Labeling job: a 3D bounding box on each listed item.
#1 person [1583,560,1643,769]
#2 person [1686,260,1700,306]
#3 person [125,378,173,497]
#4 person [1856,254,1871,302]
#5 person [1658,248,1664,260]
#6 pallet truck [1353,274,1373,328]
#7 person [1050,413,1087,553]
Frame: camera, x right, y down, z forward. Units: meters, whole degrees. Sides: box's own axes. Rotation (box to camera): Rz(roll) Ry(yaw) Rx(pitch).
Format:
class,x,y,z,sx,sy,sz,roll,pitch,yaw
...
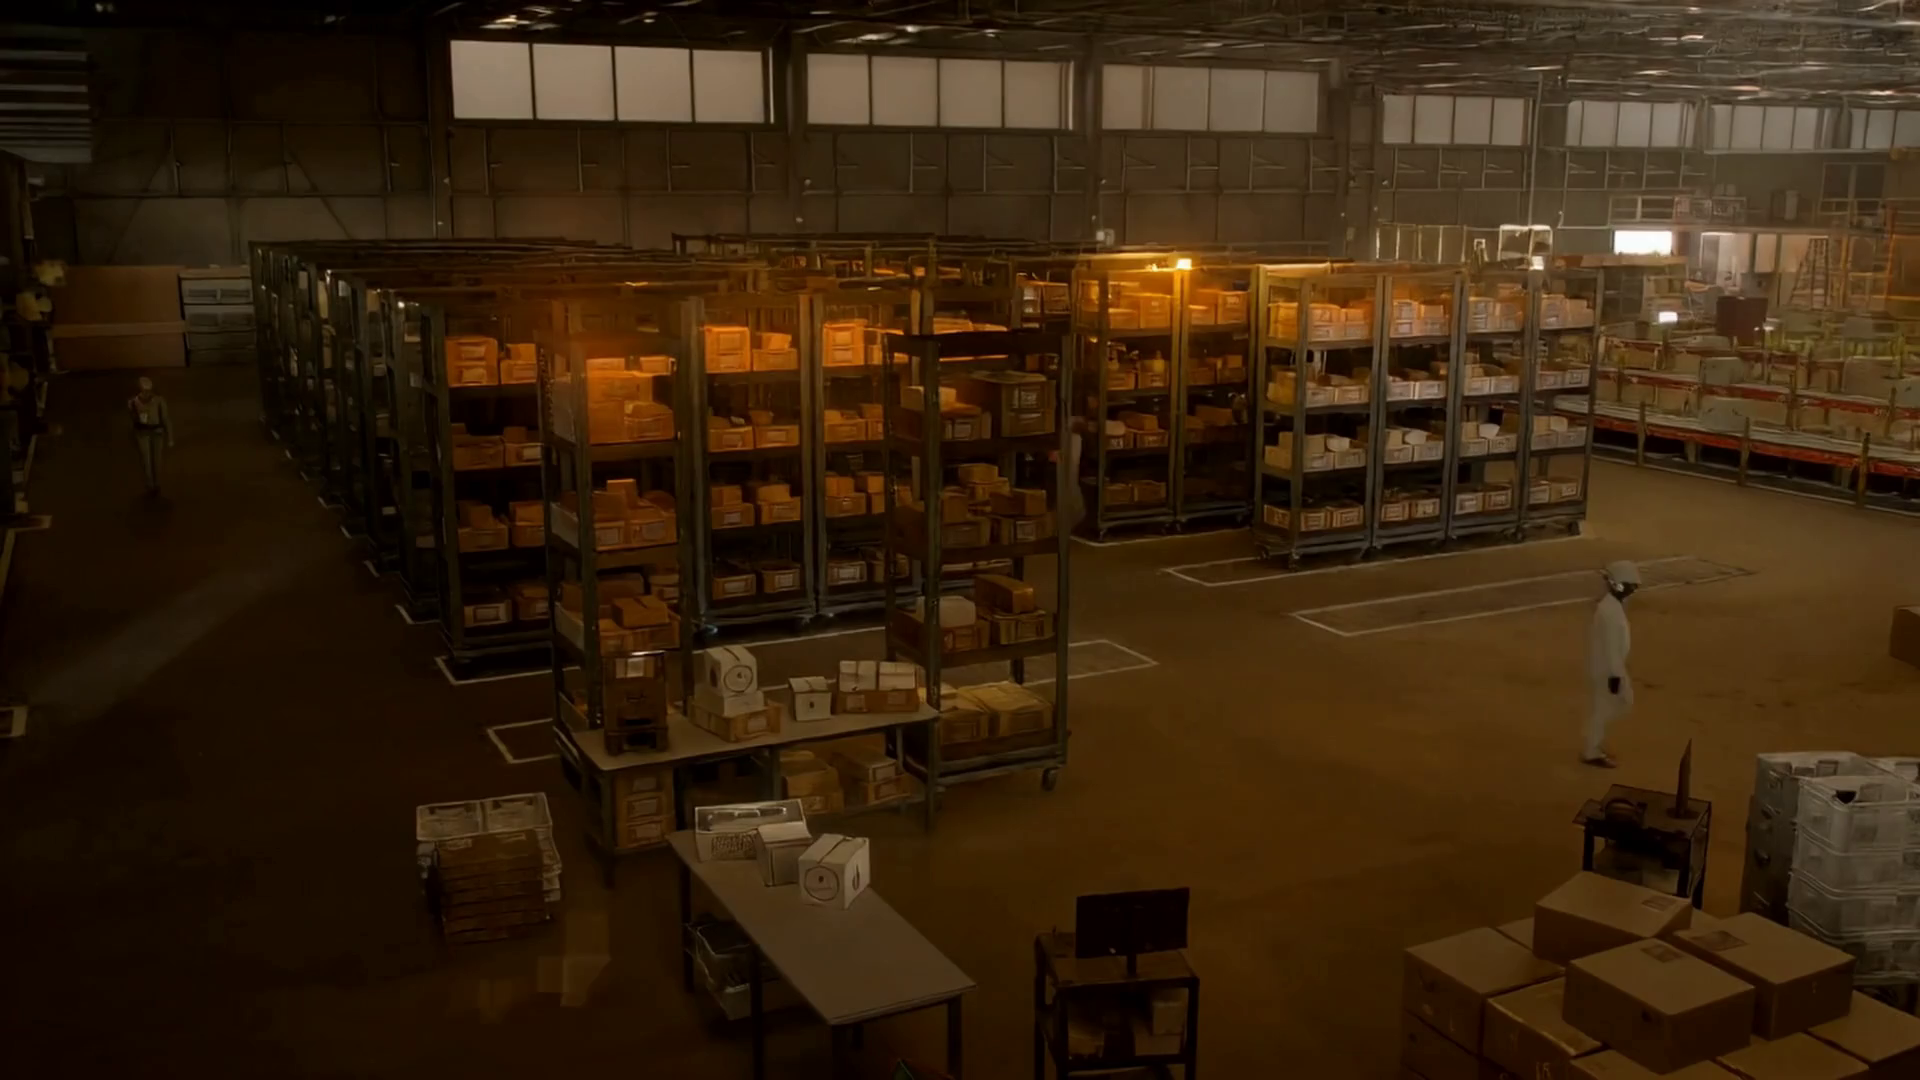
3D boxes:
class,x,y,z,sx,sy,sz,roll,pitch,yaw
person,5.281,1.016,13.462,0.381,1.737,0.566,7,14,29
person,27.914,-9.709,63.271,0.574,1.883,0.355,-6,13,-26
person,-12.452,-1.588,25.560,0.604,1.815,0.812,-10,16,-39
person,36.749,-10.598,67.374,0.546,1.914,0.722,-11,16,-41
person,31.254,-12.072,74.290,0.902,1.885,0.610,9,15,37
pallet truck,13.011,-8.050,55.243,0.823,1.965,1.885,-7,14,-28
person,1.375,-0.735,21.406,0.456,1.830,0.602,12,17,44
